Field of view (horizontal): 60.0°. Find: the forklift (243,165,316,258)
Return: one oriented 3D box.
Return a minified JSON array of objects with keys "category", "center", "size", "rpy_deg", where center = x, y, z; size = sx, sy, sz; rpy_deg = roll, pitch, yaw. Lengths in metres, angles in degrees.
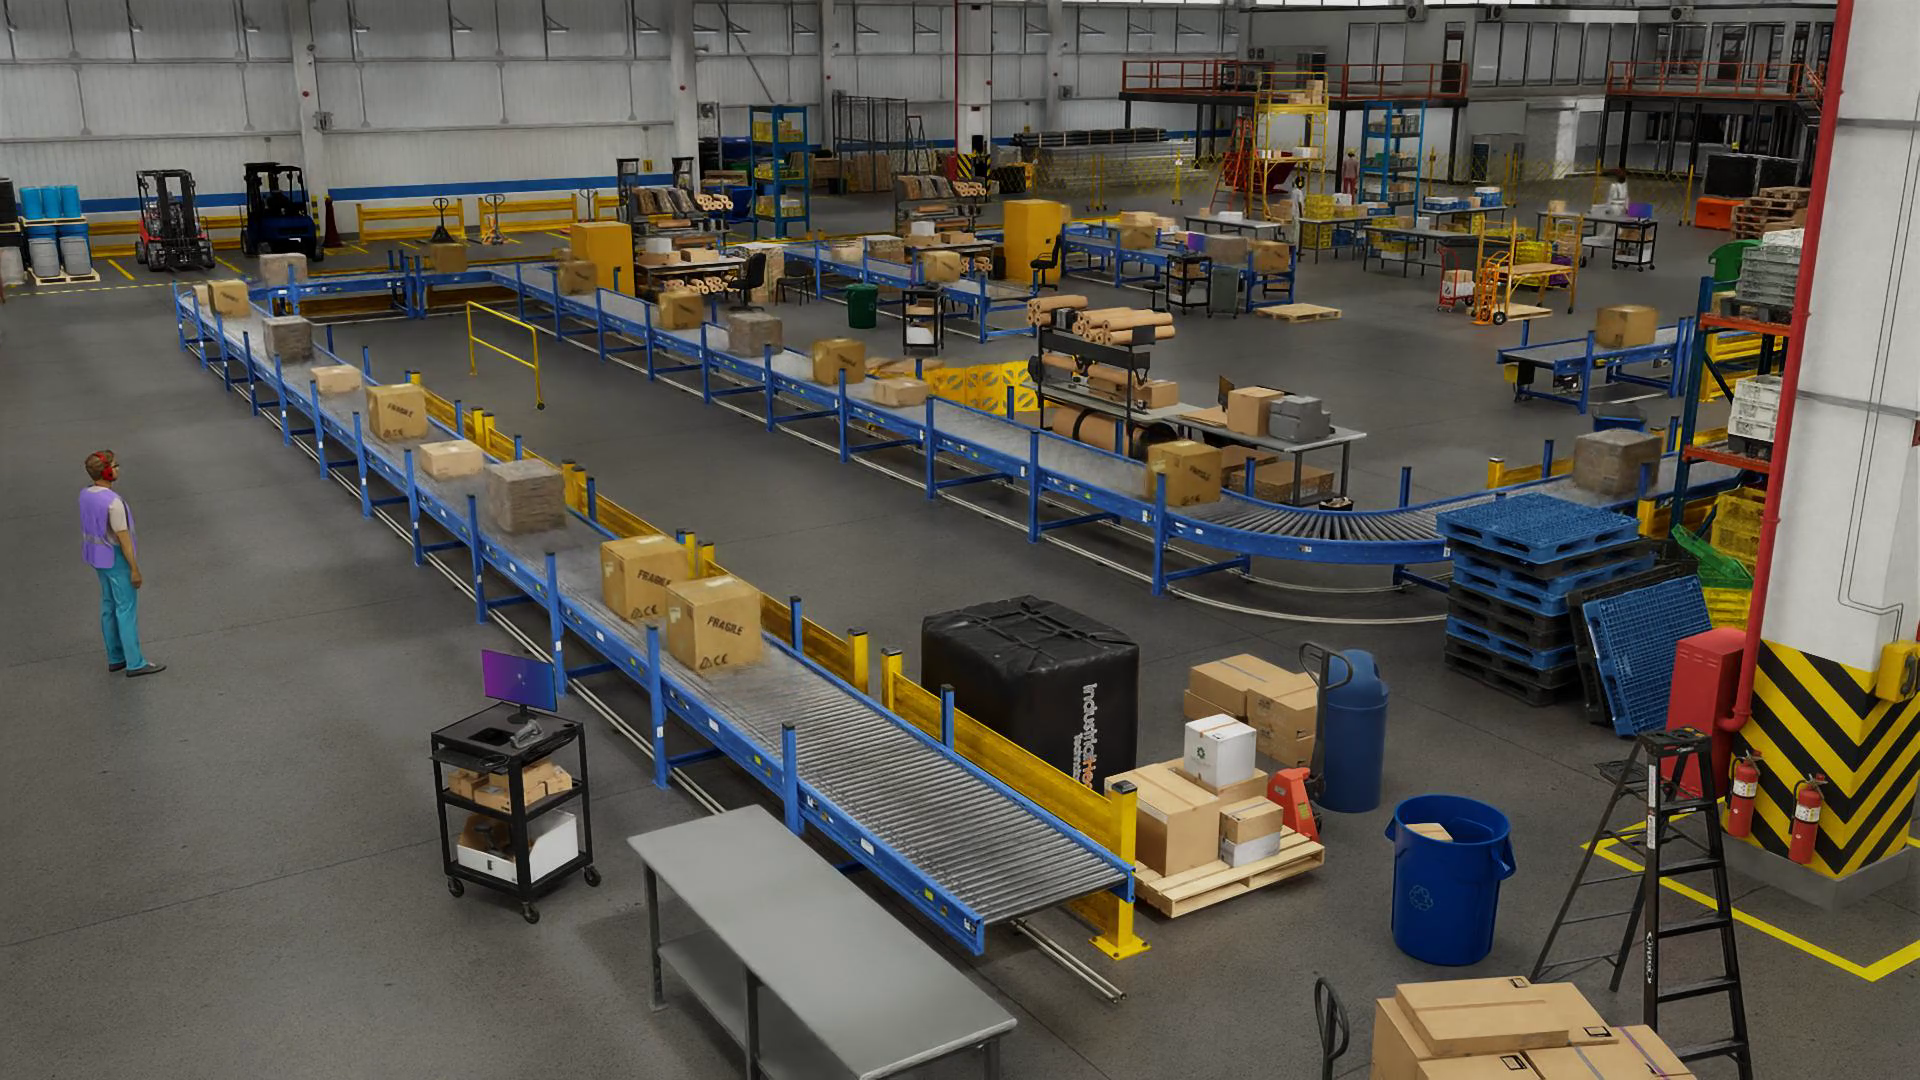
[{"category":"forklift","center":[-15.898,-7.669,38.708],"size":[1.157,1.987,2.680],"rpy_deg":[-11,20,-33]}]

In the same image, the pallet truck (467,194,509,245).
[{"category":"pallet truck","center":[-11.983,-8.177,42.137],"size":[0.704,1.261,1.522],"rpy_deg":[-11,20,-33]}]

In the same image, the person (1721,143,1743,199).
[{"category":"person","center":[24.042,-11.400,51.792],"size":[0.589,1.917,0.392],"rpy_deg":[1,17,5]}]

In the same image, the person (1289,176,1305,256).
[{"category":"person","center":[8.049,-7.718,39.623],"size":[0.328,1.872,0.513],"rpy_deg":[-4,17,-12]}]

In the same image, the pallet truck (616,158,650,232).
[{"category":"pallet truck","center":[-8.918,-9.176,44.255],"size":[0.823,1.965,1.885],"rpy_deg":[-9,19,-27]}]

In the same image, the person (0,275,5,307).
[{"category":"person","center":[-15.946,-3.984,27.090],"size":[0.643,1.934,1.045],"rpy_deg":[-7,18,-21]}]

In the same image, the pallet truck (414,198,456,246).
[{"category":"pallet truck","center":[-13.250,-8.060,41.856],"size":[0.680,1.201,1.601],"rpy_deg":[-10,20,-31]}]

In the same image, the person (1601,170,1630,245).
[{"category":"person","center":[16.558,-8.376,41.877],"size":[0.593,1.838,0.976],"rpy_deg":[-10,19,-30]}]

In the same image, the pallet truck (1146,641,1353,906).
[{"category":"pallet truck","center":[1.664,1.407,10.232],"size":[1.630,1.274,0.653],"rpy_deg":[-10,20,-31]}]

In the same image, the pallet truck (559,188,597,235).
[{"category":"pallet truck","center":[-10.010,-8.652,43.699],"size":[0.653,1.274,1.630],"rpy_deg":[-10,20,-31]}]

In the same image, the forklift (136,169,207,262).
[{"category":"forklift","center":[-17.842,-7.318,37.559],"size":[1.157,1.987,2.680],"rpy_deg":[-10,20,-31]}]

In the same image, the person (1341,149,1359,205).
[{"category":"person","center":[11.976,-11.110,51.086],"size":[0.529,1.767,0.329],"rpy_deg":[8,18,24]}]

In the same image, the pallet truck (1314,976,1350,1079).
[{"category":"pallet truck","center":[2.299,2.390,7.086],"size":[1.601,1.201,0.680],"rpy_deg":[-2,17,-7]}]

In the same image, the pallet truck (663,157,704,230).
[{"category":"pallet truck","center":[-7.586,-9.308,44.692],"size":[0.823,1.965,1.885],"rpy_deg":[-11,20,-33]}]

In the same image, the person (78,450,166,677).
[{"category":"person","center":[-6.778,0.195,13.322],"size":[0.567,1.850,0.389],"rpy_deg":[11,20,33]}]
